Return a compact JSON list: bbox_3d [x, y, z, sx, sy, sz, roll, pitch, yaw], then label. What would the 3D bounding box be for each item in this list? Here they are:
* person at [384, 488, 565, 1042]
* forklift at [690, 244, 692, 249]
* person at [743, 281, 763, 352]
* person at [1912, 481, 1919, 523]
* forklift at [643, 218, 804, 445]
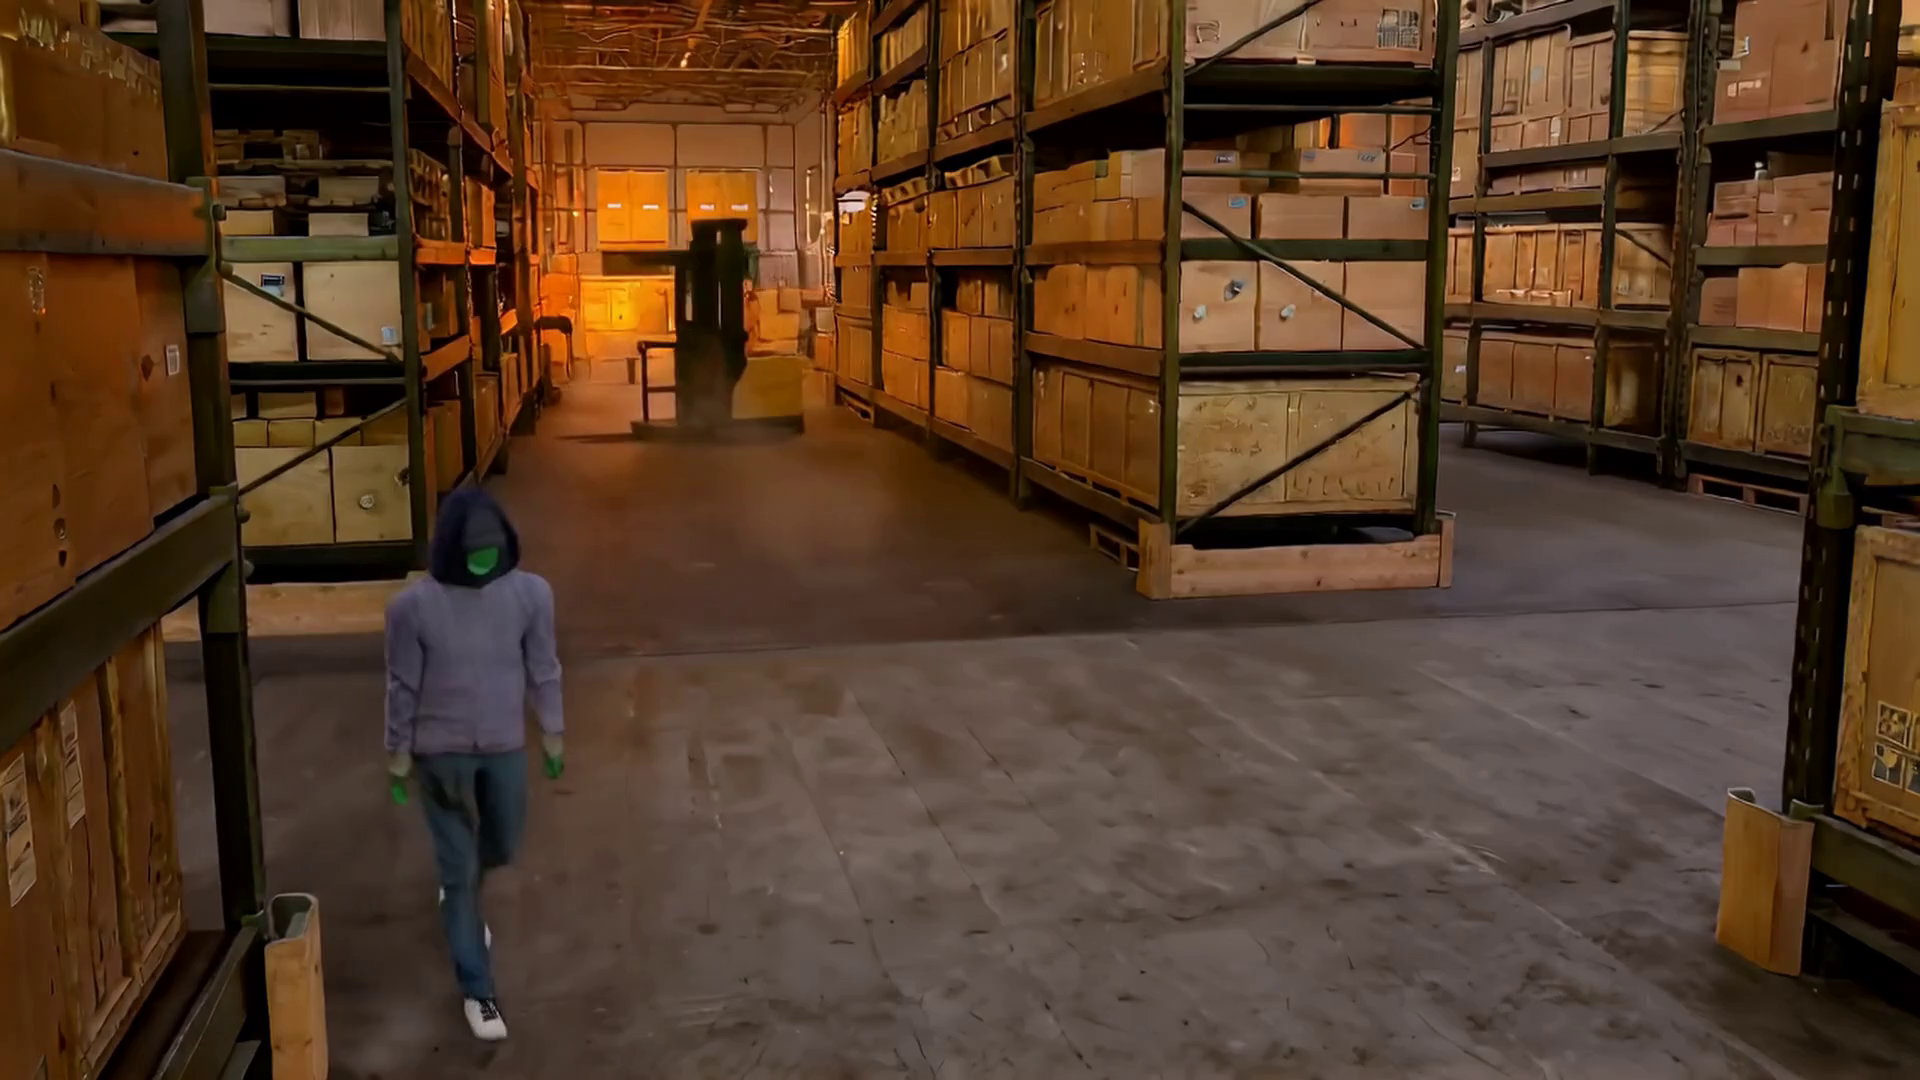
[{"bbox_3d":[-1.484,0.608,5.019,0.518,1.598,0.747,-6,11,-34],"label":"person"},{"bbox_3d":[-6.844,-6.465,44.229,1.873,2.768,1.129,0,9,3],"label":"forklift"},{"bbox_3d":[-4.666,-4.839,37.225,0.499,1.923,0.633,-5,10,-27],"label":"person"},{"bbox_3d":[4.436,0.100,7.318,1.014,1.852,0.670,-5,11,-29],"label":"person"},{"bbox_3d":[-3.043,-2.681,21.166,1.873,2.768,1.129,-6,11,-33],"label":"forklift"}]
